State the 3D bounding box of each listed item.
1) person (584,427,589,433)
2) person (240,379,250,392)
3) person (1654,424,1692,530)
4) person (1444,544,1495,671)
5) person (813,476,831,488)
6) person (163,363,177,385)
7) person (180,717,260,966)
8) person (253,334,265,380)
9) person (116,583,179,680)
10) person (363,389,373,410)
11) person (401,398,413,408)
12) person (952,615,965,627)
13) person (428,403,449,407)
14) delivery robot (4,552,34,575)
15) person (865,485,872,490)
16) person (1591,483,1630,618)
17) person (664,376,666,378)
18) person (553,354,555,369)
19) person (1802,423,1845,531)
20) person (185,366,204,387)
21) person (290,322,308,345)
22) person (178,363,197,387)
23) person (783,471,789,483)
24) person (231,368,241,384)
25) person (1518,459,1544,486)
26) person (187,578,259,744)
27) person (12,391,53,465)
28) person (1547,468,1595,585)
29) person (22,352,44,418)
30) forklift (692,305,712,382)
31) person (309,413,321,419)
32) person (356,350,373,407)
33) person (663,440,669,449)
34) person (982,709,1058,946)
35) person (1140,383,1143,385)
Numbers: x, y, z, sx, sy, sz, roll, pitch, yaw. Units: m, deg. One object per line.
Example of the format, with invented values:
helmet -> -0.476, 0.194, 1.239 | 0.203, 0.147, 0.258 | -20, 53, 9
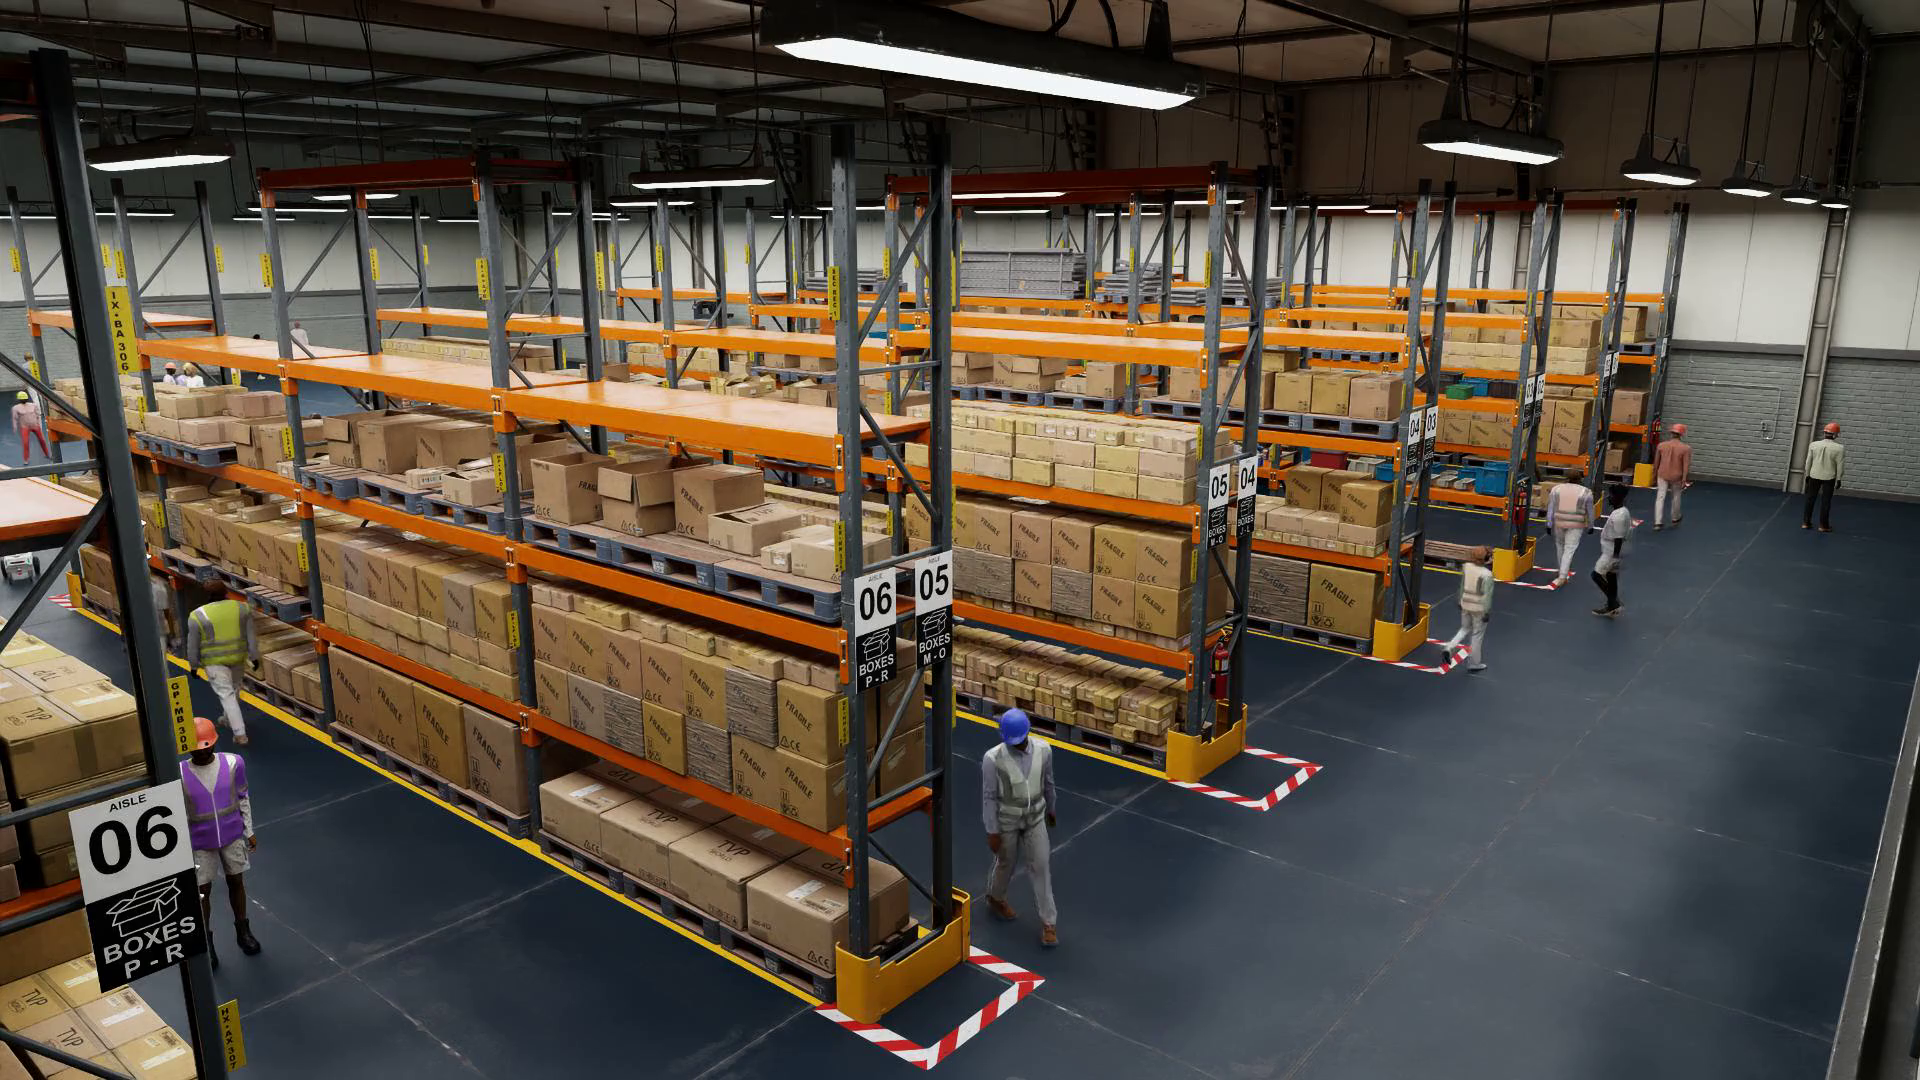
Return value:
person -> -10.273, -3.806, 34.871 | 0.309, 1.638, 0.522 | 10, 17, 36
person -> -24.583, -5.828, 42.440 | 0.678, 2.000, 1.011 | 11, 18, 39
person -> 13.278, -1.194, 23.471 | 0.992, 1.943, 0.635 | -13, 19, -43
person -> 6.396, 0.851, 15.726 | 0.508, 1.624, 0.528 | -6, 15, -22
person -> -3.039, -2.092, 27.307 | 0.355, 1.886, 0.572 | -6, 15, -23
person -> -21.755, -3.926, 34.792 | 0.403, 1.926, 0.583 | -6, 15, -24
person -> -5.567, 2.231, 9.415 | 0.550, 1.935, 0.375 | -13, 19, -42
person -> -26.506, -6.920, 47.576 | 0.321, 1.689, 0.530 | -8, 16, -29
person -> -9.151, 1.112, 14.211 | 0.570, 1.848, 0.381 | -6, 15, -24
person -> -18.332, -4.852, 39.072 | 0.544, 1.675, 0.562 | 11, 18, 39
person -> -12.036, -2.169, 27.599 | 0.641, 1.900, 0.404 | -5, 14, -19
person -> -0.172, 0.248, 17.606 | 0.392, 1.922, 0.592 | 7, 15, 25
person -> -11.818, -2.525, 28.757 | 0.369, 2.045, 0.608 | 5, 14, 19
delivery robot -> -15.014, 0.314, 20.076 | 0.477, 0.478, 0.707 | -9, 17, -34
person -> -2.001, -1.734, 25.727 | 0.638, 1.947, 1.008 | -13, 19, -43
person -> 9.272, 0.149, 17.942 | 0.425, 1.946, 0.613 | 10, 17, 34
person -> -9.612, -5.375, 41.104 | 0.818, 1.732, 0.553 | 8, 16, 31
person -> -13.252, -5.289, 41.084 | 0.502, 1.590, 0.869 | -9, 16, -32
person -> 15.990, -1.175, 23.303 | 0.384, 1.993, 0.622 | -9, 16, -32
person -> -21.027, -3.865, 34.656 | 0.606, 1.857, 0.564 | 3, 14, 13
person -> -26.676, -7.842, 50.911 | 0.639, 1.911, 0.406 | -4, 14, -14
person -> -21.306, -3.952, 34.916 | 0.497, 1.909, 0.596 | 8, 16, 30
person -> -3.769, -2.235, 27.957 | 0.564, 1.876, 1.036 | 1, 14, 6
person -> -23.152, -5.071, 40.088 | 0.289, 1.633, 0.497 | 12, 18, 40
person -> 12.102, -2.038, 26.876 | 1.045, 1.991, 0.633 | 10, 17, 37
person -> -7.966, 1.286, 13.612 | 0.945, 1.797, 0.639 | 11, 17, 38
person -> -22.212, -2.704, 30.133 | 0.740, 1.738, 0.525 | -13, 19, -43
person -> 9.629, -0.233, 19.850 | 0.642, 1.790, 0.925 | 12, 18, 40
person -> -27.681, -4.634, 37.656 | 0.351, 1.936, 0.634 | 2, 14, 10
forklift -> -9.511, -7.392, 47.124 | 1.873, 2.768, 1.129 | 11, 17, 38
person -> -13.059, -1.670, 25.665 | 0.429, 1.843, 0.627 | 3, 14, 12
person -> -18.775, -5.090, 39.828 | 0.967, 1.793, 0.537 | 0, 14, 1
person -> -4.948, -0.787, 21.904 | 0.631, 1.917, 0.801 | -9, 17, -34
person -> 0.467, 2.167, 9.799 | 0.682, 1.887, 0.815 | -6, 15, -23
person -> 4.657, -3.654, 33.675 | 0.571, 1.923, 0.551 | 9, 17, 34
